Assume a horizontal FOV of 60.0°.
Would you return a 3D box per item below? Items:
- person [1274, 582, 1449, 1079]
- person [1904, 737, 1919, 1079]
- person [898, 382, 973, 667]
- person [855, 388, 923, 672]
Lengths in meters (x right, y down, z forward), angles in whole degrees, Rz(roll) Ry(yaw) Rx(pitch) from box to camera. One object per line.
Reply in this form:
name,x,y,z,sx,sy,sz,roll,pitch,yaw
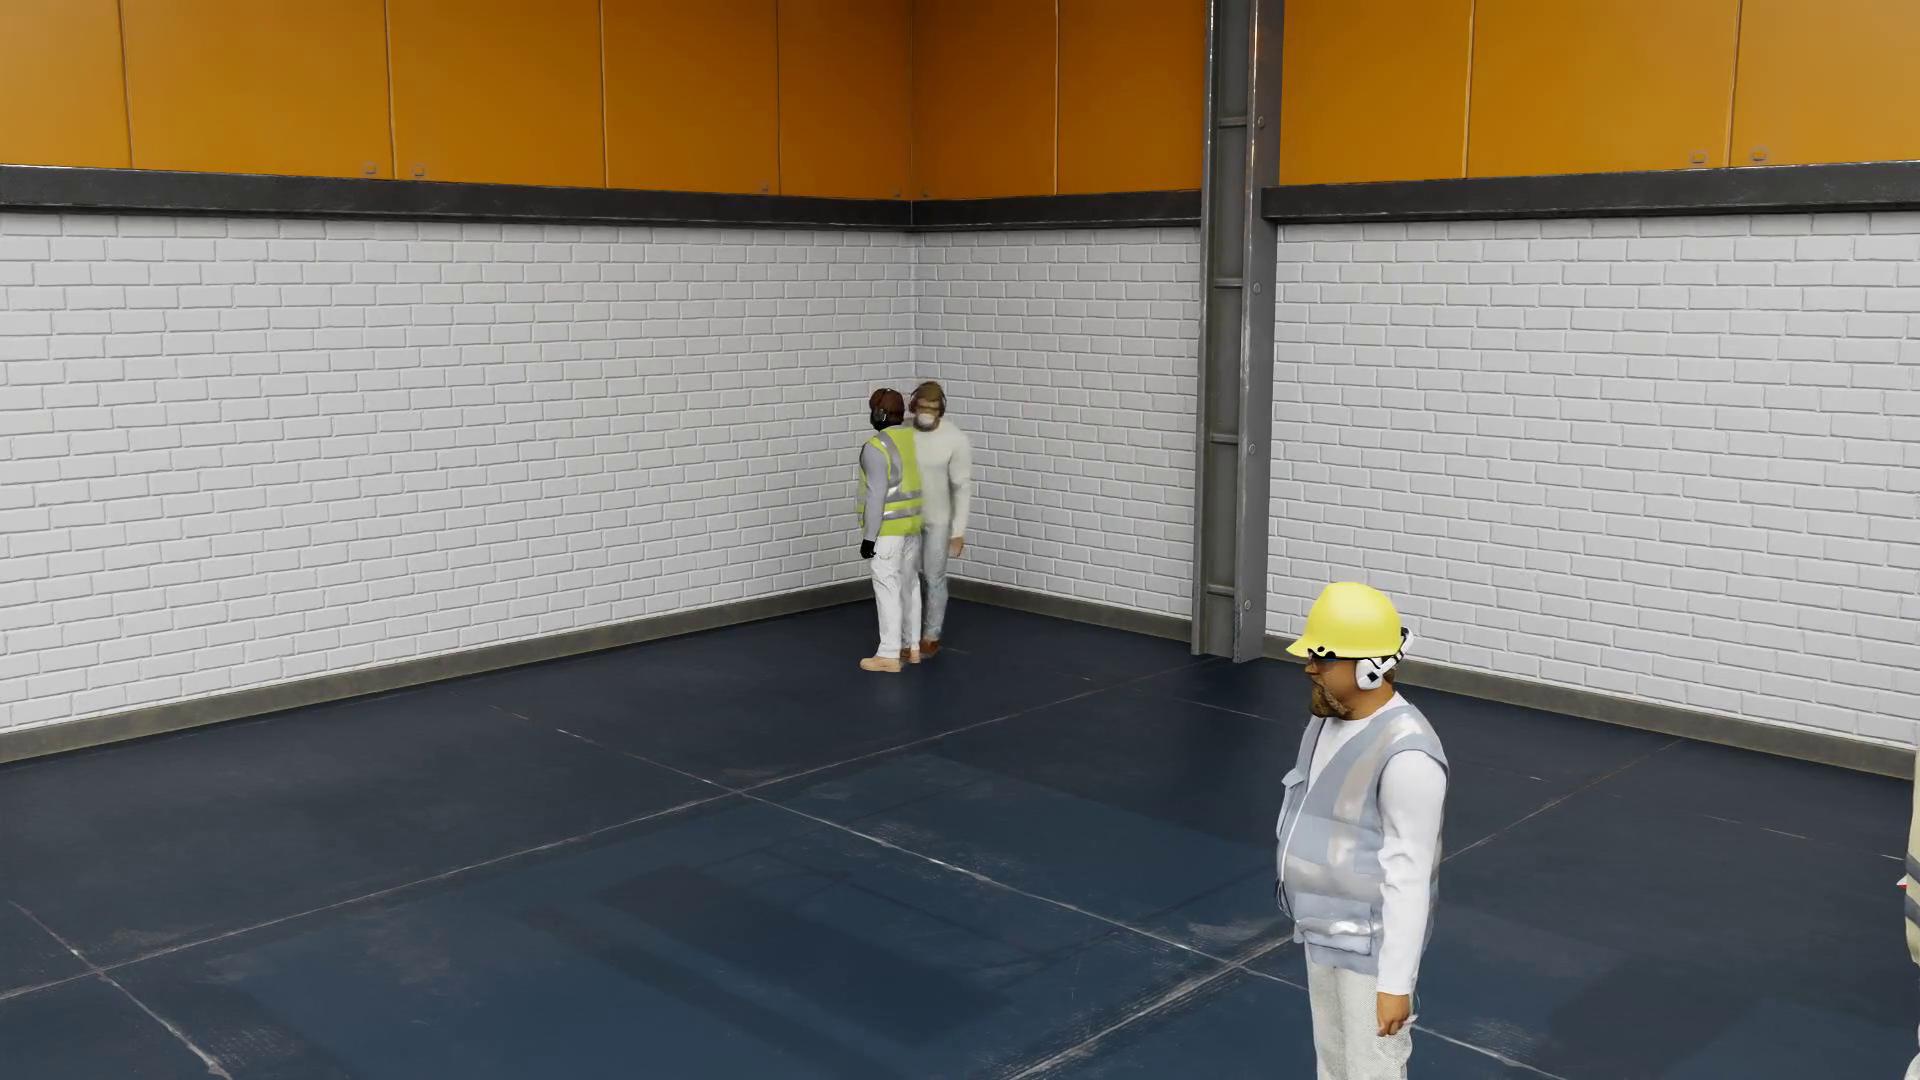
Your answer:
person,1.014,1.008,4.304,0.403,1.826,0.596,-2,9,-10
person,2.560,1.034,4.107,0.404,1.831,0.600,2,9,11
person,-0.223,-0.100,10.910,0.653,1.880,0.780,3,10,16
person,-0.462,-0.067,10.833,0.429,1.842,0.630,5,11,29
